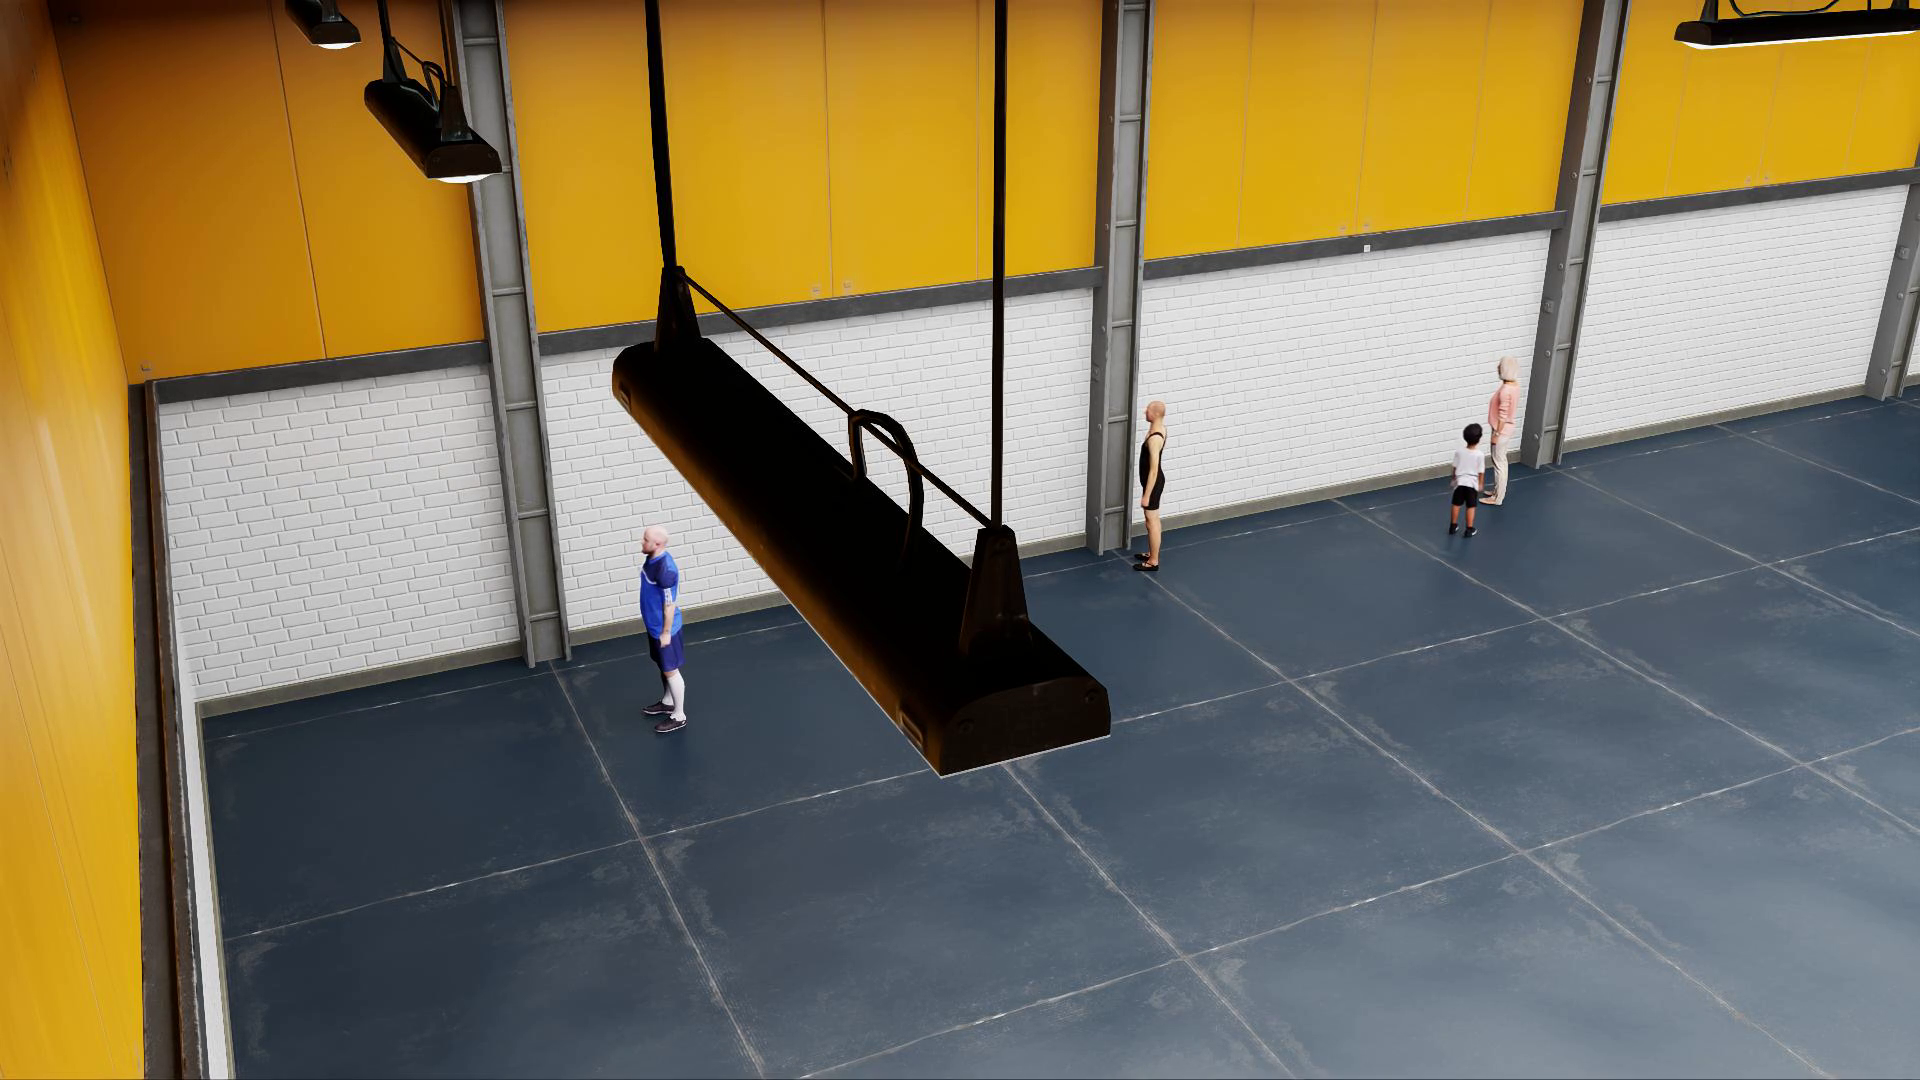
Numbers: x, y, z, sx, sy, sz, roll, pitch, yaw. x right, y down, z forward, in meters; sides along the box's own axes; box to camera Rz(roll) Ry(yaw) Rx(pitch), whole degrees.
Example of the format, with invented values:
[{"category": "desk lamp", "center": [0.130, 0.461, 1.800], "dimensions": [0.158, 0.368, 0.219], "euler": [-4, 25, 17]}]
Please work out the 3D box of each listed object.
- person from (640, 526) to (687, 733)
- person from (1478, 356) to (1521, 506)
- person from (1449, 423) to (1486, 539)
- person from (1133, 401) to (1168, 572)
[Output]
[{"category": "person", "center": [-2.513, 0.717, 14.054], "dimensions": [0.552, 1.842, 0.656], "euler": [-10, 26, -22]}, {"category": "person", "center": [6.086, -1.239, 18.675], "dimensions": [0.742, 1.724, 0.651], "euler": [12, 26, 26]}, {"category": "person", "center": [5.458, -0.647, 17.905], "dimensions": [0.575, 1.257, 0.615], "euler": [15, 28, 30]}, {"category": "person", "center": [1.976, -0.563, 17.015], "dimensions": [0.724, 1.816, 0.716], "euler": [4, 24, 9]}]
